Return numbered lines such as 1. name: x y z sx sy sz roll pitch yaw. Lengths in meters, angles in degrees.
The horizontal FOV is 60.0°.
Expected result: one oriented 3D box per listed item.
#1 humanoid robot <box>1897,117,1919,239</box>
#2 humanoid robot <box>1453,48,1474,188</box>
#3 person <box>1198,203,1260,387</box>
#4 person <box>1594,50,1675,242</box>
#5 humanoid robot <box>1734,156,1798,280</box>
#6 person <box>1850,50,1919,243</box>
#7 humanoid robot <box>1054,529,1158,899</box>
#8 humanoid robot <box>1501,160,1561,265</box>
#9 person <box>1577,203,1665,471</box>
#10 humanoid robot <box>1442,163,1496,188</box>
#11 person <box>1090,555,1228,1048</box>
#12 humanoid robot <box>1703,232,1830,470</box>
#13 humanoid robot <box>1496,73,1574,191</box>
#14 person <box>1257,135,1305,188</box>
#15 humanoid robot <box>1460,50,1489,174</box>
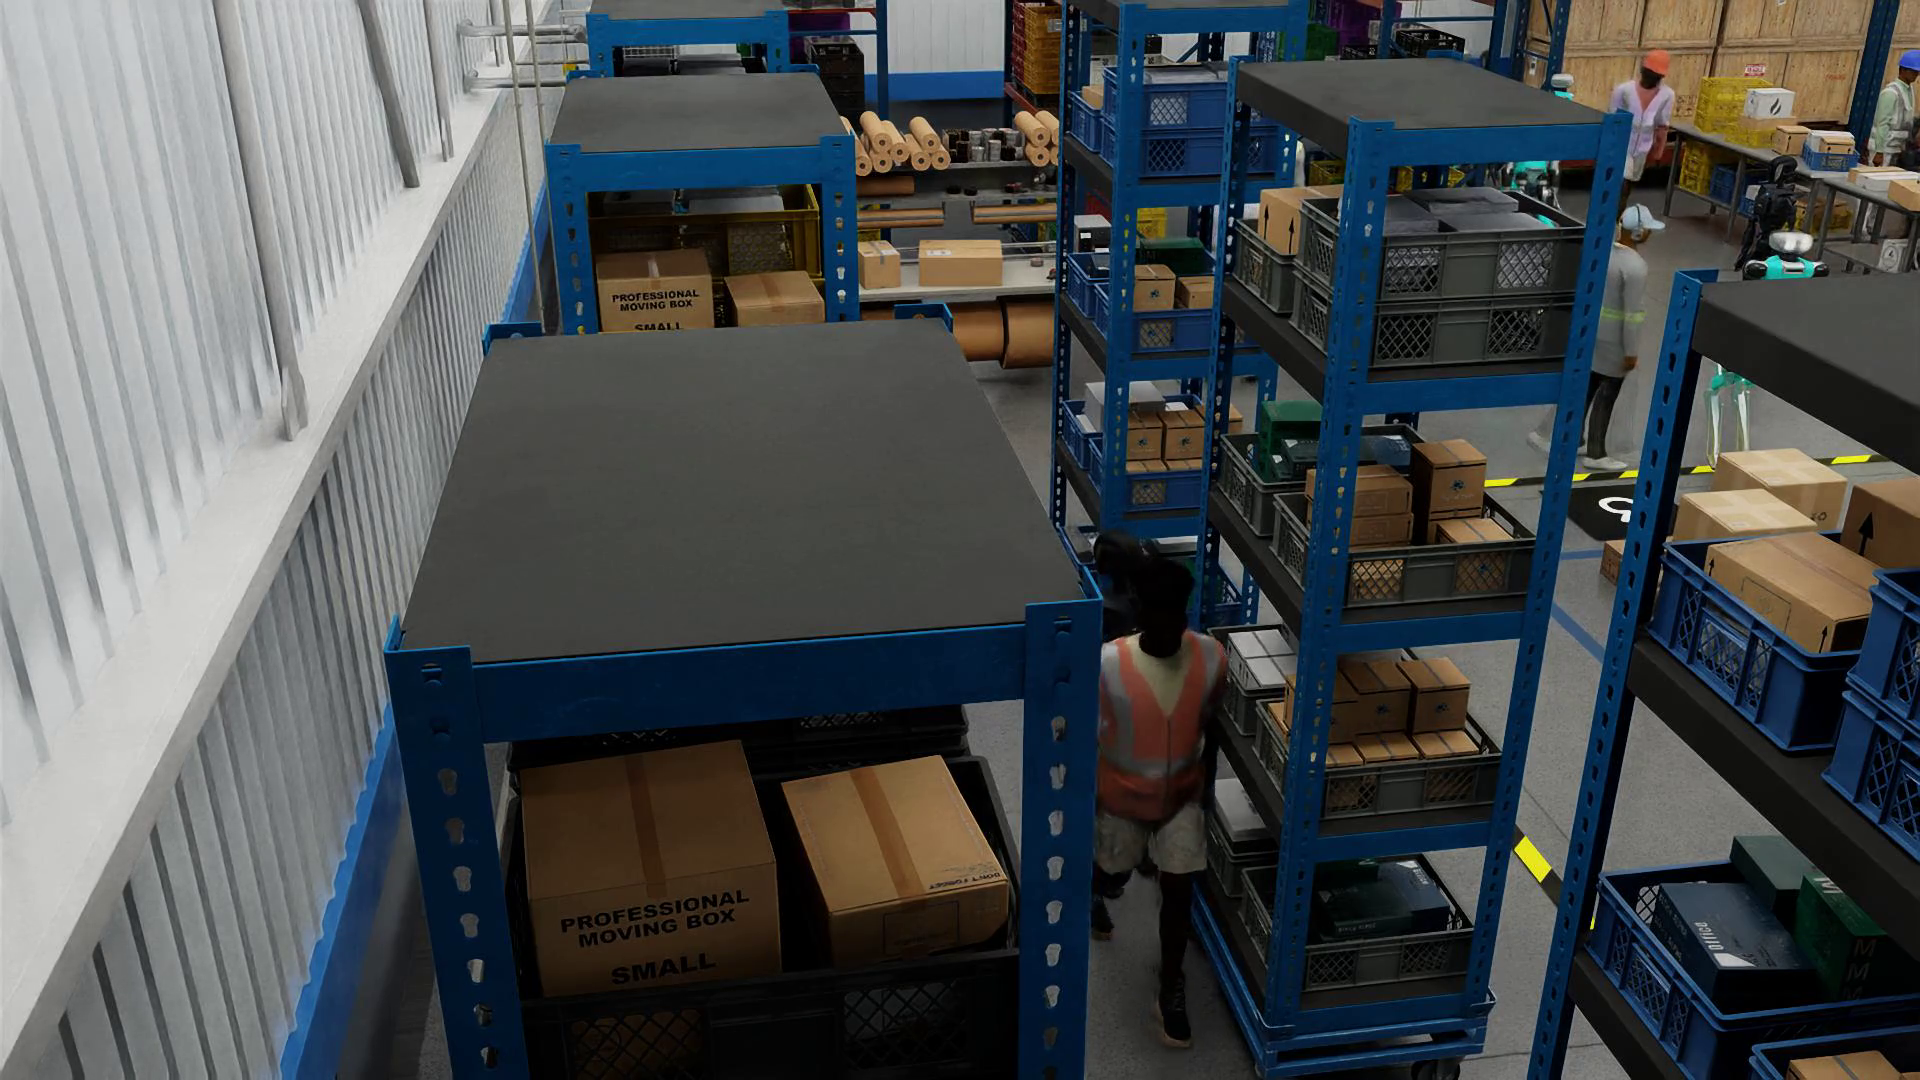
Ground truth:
1. humanoid robot: 9.820 -3.779 16.828 0.608 1.641 0.309 -1 25 -3
2. humanoid robot: 5.464 -4.403 18.106 0.540 1.795 0.664 -17 30 -32
3. person: 2.149 -2.102 13.001 0.598 1.827 0.403 10 27 21
4. person: 6.886 -4.054 17.075 0.640 1.979 1.004 2 25 4
5. humanoid robot: 6.613 -2.317 13.631 0.315 1.657 0.599 -3 25 -7
6. person: 9.523 -4.031 17.055 0.396 1.943 0.614 22 33 39
7. humanoid robot: 0.655 0.725 7.018 0.599 1.659 0.315 -19 31 -36
8. humanoid robot: 5.204 -2.990 15.043 0.540 1.693 1.056 0 25 0
9. person: 4.508 -1.396 11.439 0.396 1.850 0.596 -5 25 -10
10. humanoid robot: 5.124 -3.772 16.800 0.599 1.653 0.315 3 25 6
11. person: 0.697 0.904 6.343 0.619 1.935 0.892 -6 25 -12
12. humanoid robot: 5.346 -1.312 11.229 0.533 1.681 0.735 1 25 1
13. humanoid robot: 5.721 -3.856 16.821 0.743 1.695 0.535 5 25 11
14. person: 2.749 -2.950 14.834 0.622 1.840 0.431 11 27 23
15. humanoid robot: 5.901 -4.772 19.029 0.592 1.639 0.741 -6 25 -12
